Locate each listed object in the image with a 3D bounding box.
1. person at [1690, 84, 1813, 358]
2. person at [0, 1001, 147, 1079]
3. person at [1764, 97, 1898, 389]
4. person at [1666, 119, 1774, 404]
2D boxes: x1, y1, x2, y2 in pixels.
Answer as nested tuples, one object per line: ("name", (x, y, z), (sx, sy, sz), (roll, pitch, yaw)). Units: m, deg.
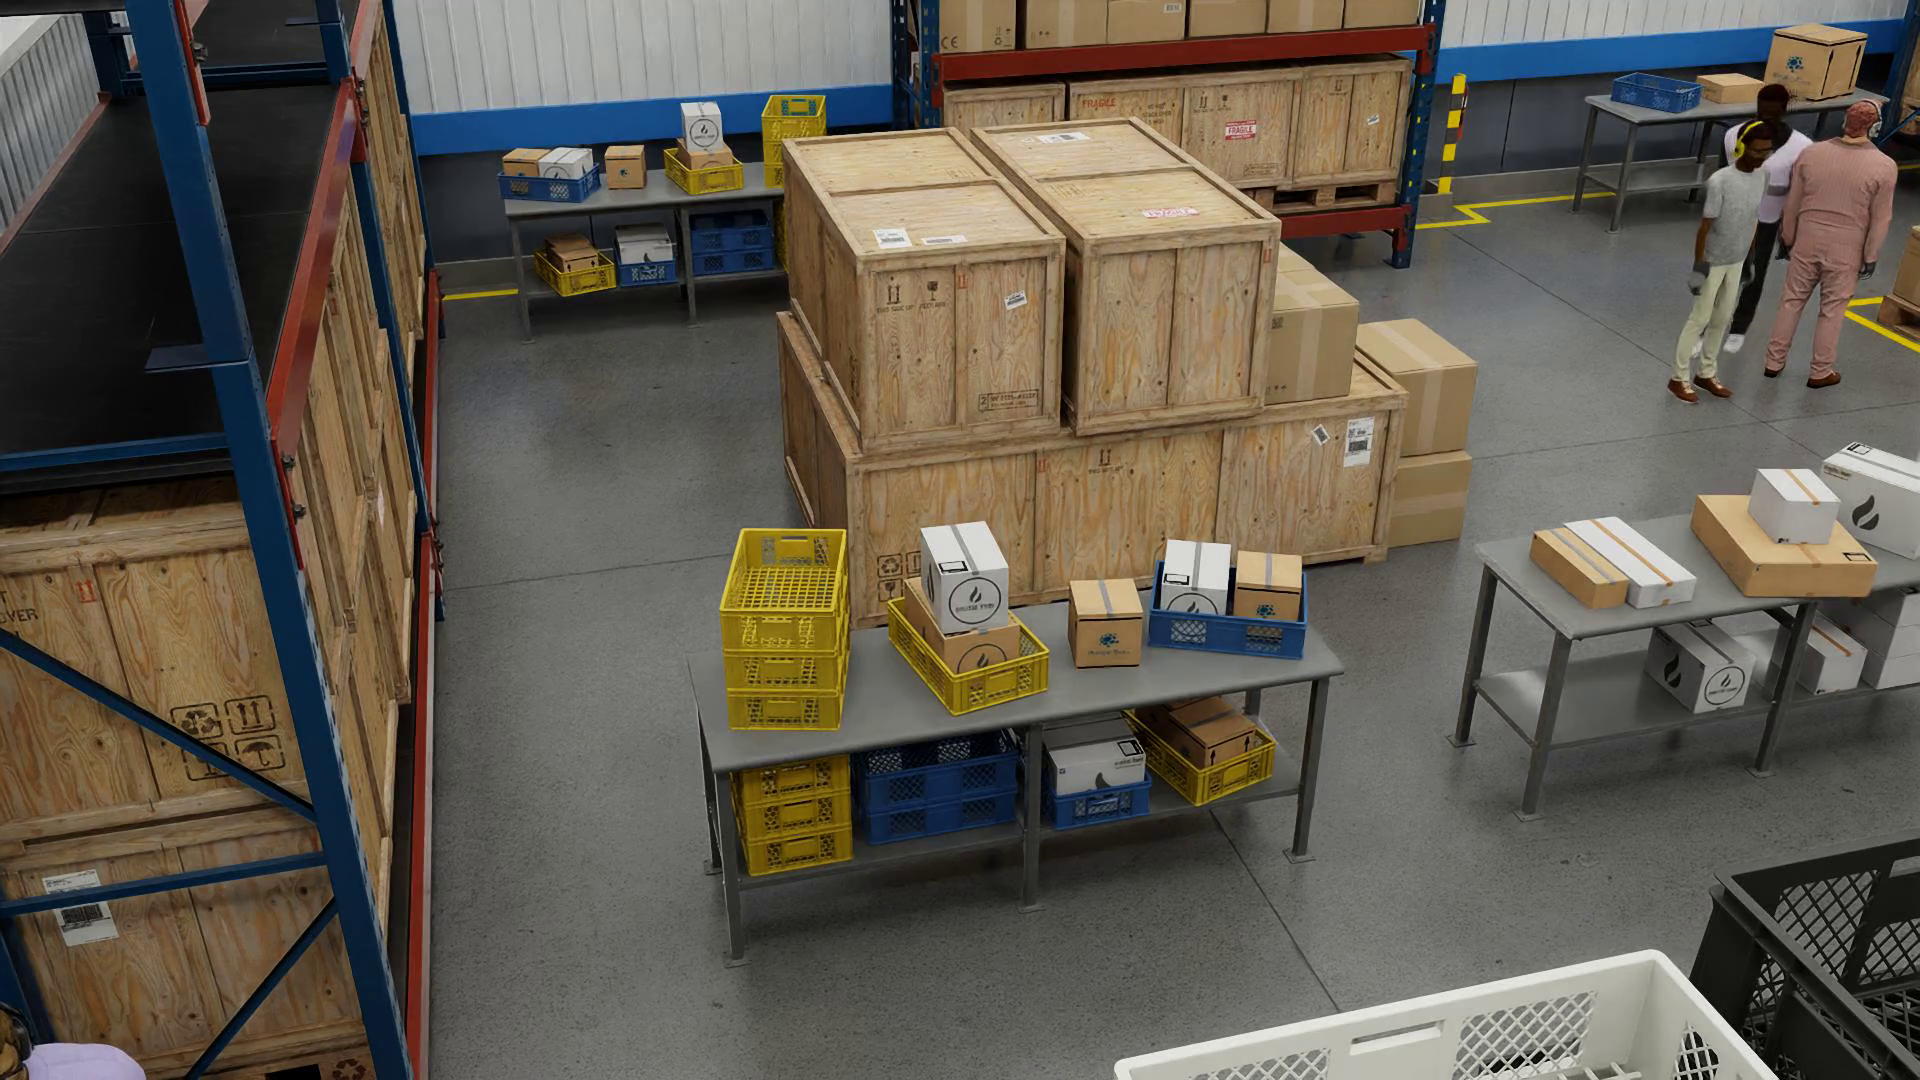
("person", (5.351, -2.136, 11.307), (0.622, 1.888, 0.777), (20, 35, 32))
("person", (-2.192, 1.831, 4.060), (0.625, 1.933, 0.374), (-19, 34, -31))
("person", (5.727, -1.942, 10.931), (0.408, 1.908, 0.644), (-26, 38, -38))
("person", (4.918, -1.780, 10.692), (0.526, 1.857, 0.333), (-13, 31, -22))
